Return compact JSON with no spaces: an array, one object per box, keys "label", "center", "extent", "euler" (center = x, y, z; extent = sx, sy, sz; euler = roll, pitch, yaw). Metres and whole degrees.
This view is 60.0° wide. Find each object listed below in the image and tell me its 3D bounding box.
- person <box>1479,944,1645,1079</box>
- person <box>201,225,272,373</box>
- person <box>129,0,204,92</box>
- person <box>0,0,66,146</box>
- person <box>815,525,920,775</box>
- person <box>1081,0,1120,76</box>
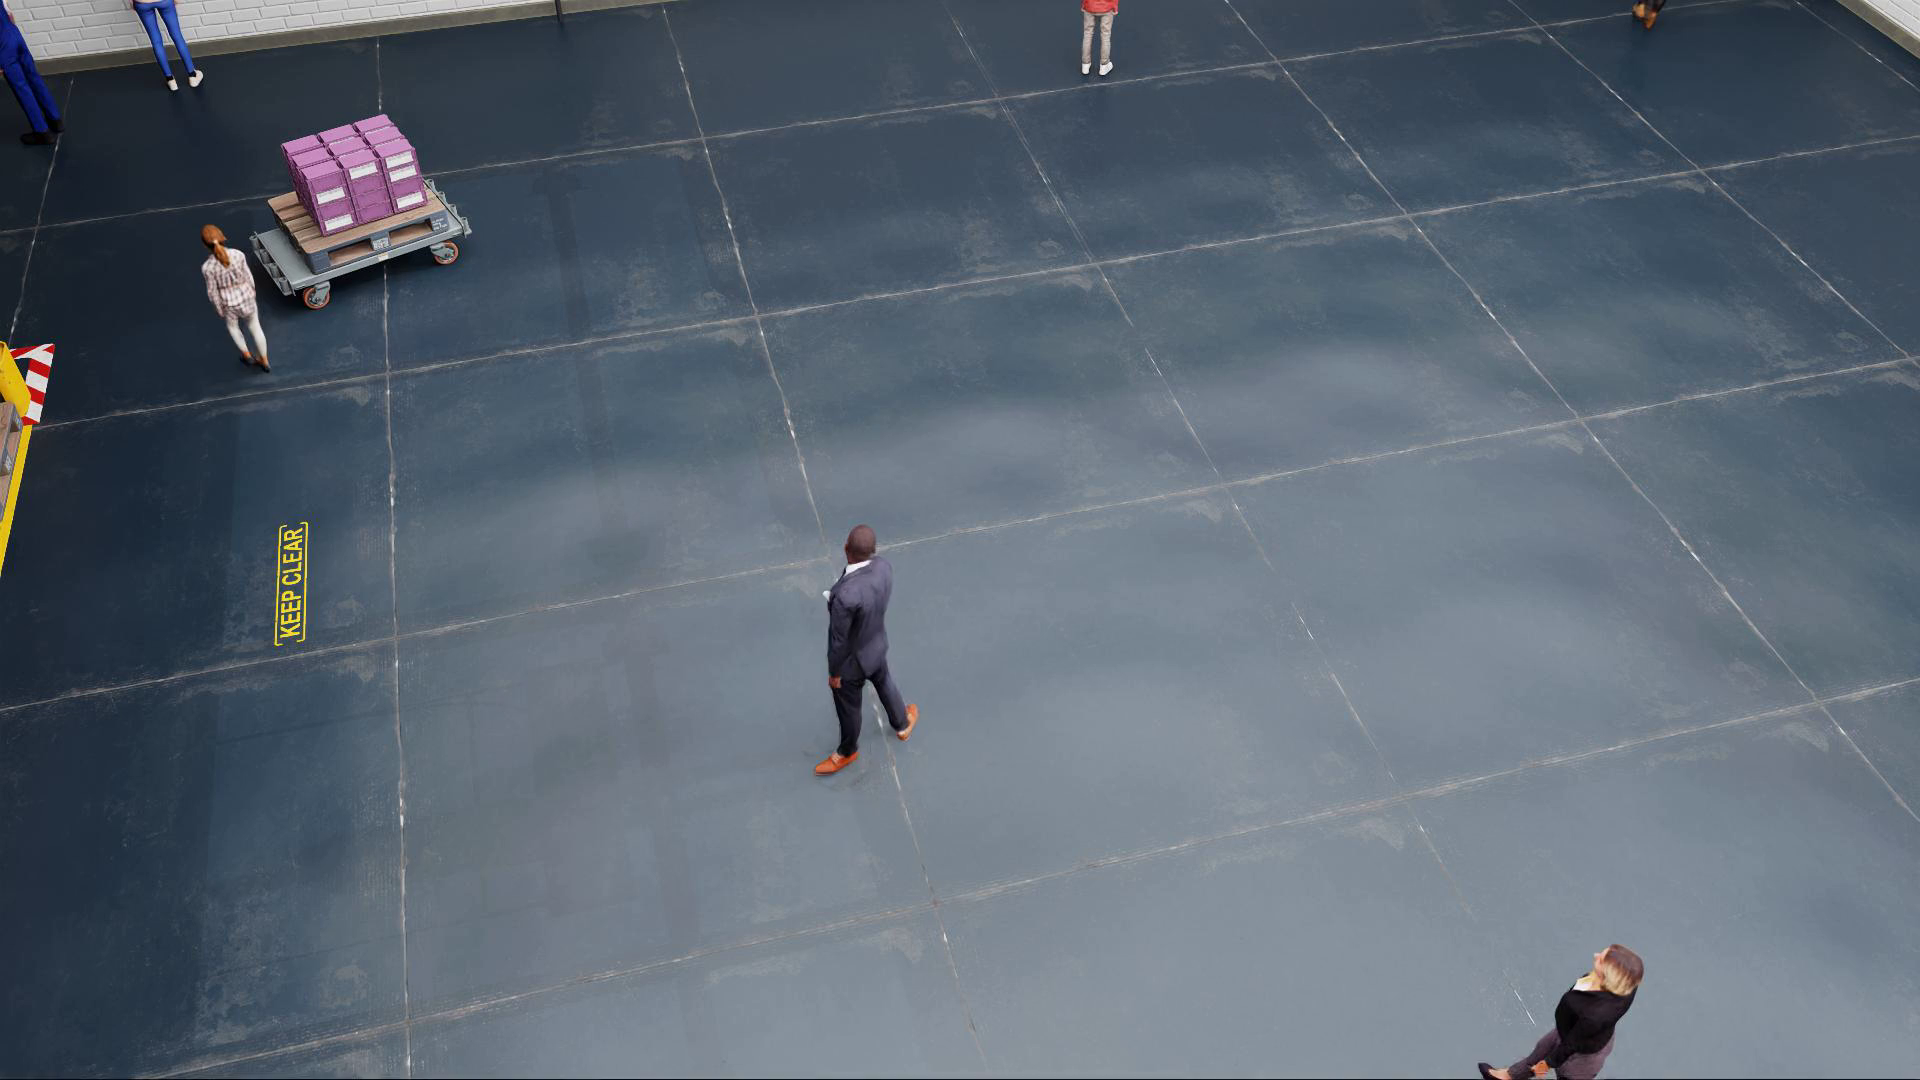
[{"label":"person","center":[3.103,2.540,8.093],"extent":[0.989,1.651,0.891],"euler":[29,51,27]},{"label":"person","center":[-5.615,-1.848,12.953],"extent":[0.607,1.300,0.622],"euler":[-27,50,-25]},{"label":"person","center":[-7.848,-5.237,16.171],"extent":[0.648,1.769,0.543],"euler":[-12,45,-13]},{"label":"person","center":[-8.827,-4.566,15.408],"extent":[0.773,1.849,0.645],"euler":[6,44,7]},{"label":"person","center":[-0.626,0.699,9.920],"extent":[1.020,1.796,0.947],"euler":[10,45,11]},{"label":"person","center":[1.378,-5.309,16.502],"extent":[0.593,1.416,0.610],"euler":[10,45,11]}]
